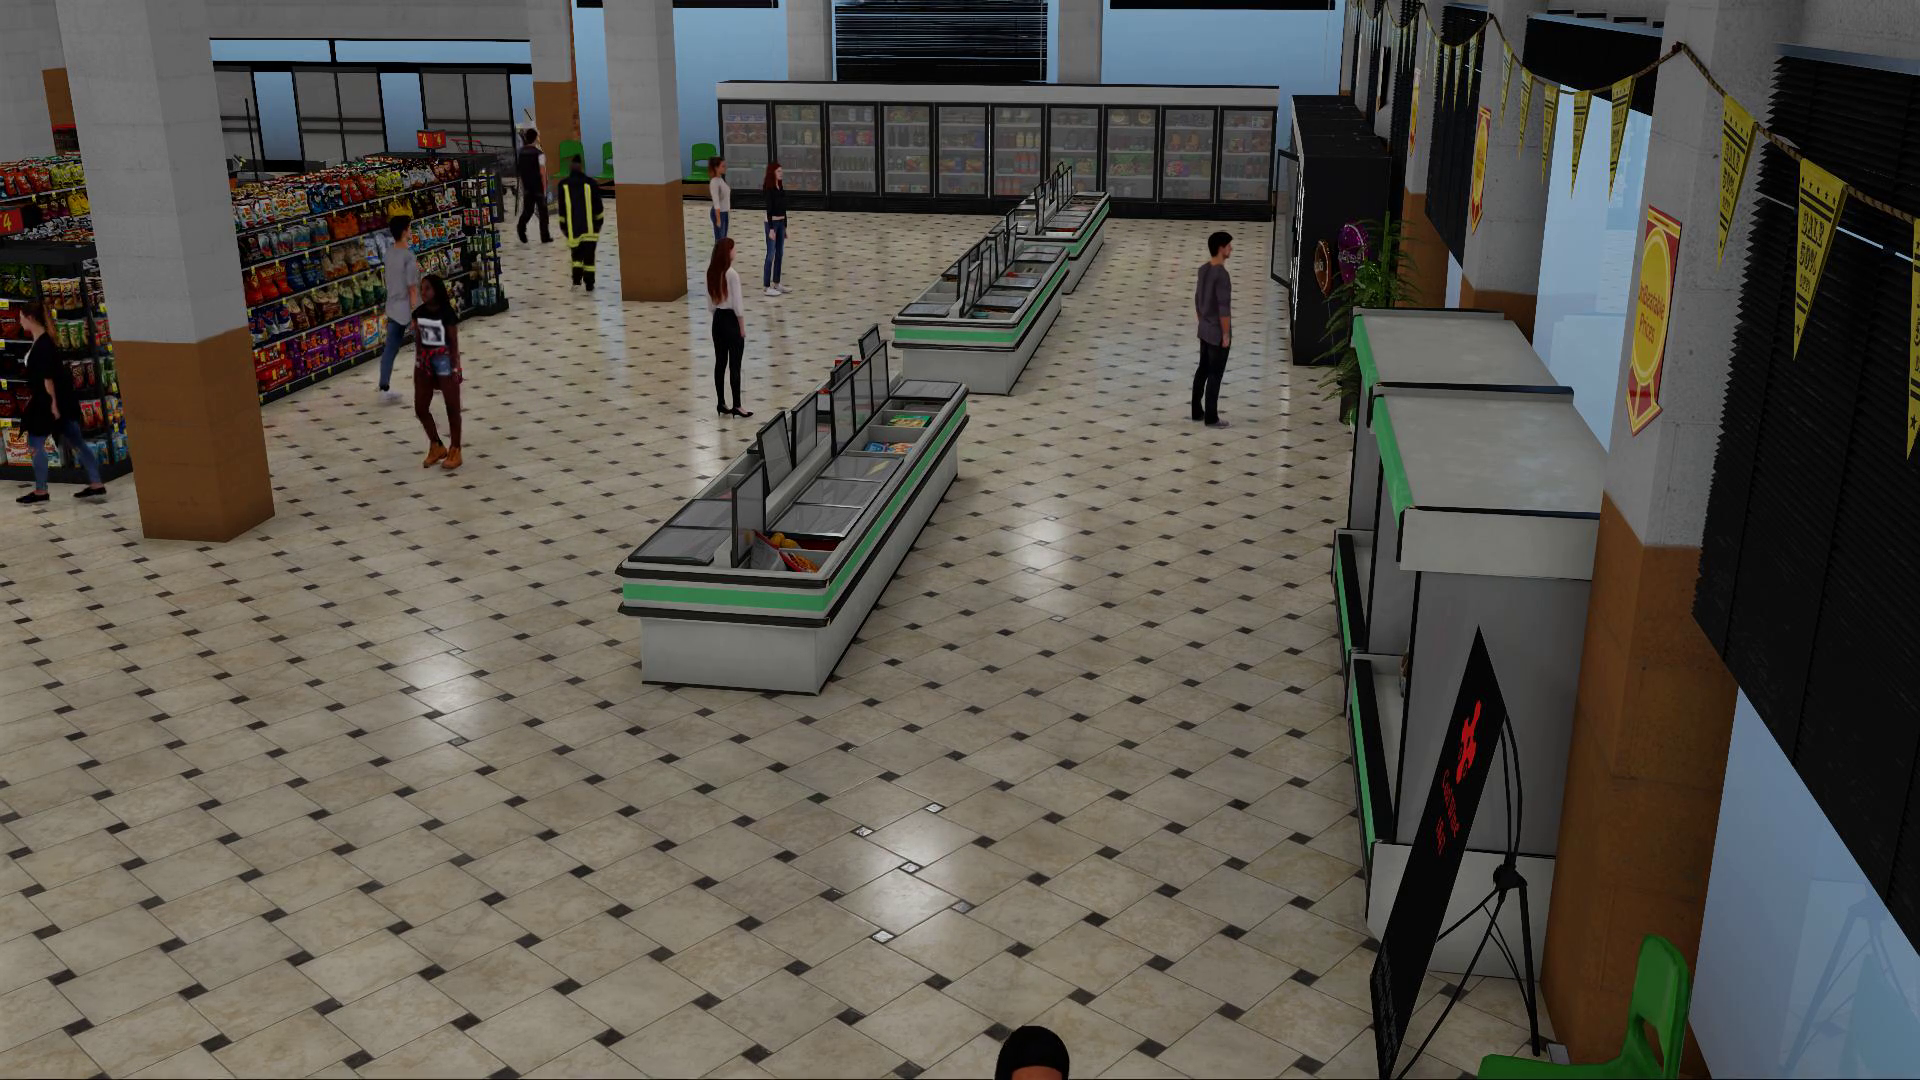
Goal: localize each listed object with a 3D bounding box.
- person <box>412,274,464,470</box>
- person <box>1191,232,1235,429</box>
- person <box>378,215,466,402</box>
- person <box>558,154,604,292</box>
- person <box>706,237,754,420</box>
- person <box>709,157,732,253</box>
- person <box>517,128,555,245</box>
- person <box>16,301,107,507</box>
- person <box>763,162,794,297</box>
[{"bbox_3d":[-4.503,-1.482,14.548,0.632,1.719,0.615,5,19,15],"label":"person"},{"bbox_3d":[2.424,-2.014,15.918,0.807,1.851,0.658,-6,20,-18],"label":"person"},{"bbox_3d":[-5.666,-2.279,16.733,1.020,1.833,1.294,13,22,33],"label":"person"},{"bbox_3d":[-5.196,-4.335,22.804,0.854,1.850,0.880,-2,19,-5],"label":"person"},{"bbox_3d":[-2.268,-2.065,16.208,0.664,1.763,0.659,14,23,36],"label":"person"},{"bbox_3d":[-3.452,-4.629,23.879,0.681,1.719,0.464,2,19,6],"label":"person"},{"bbox_3d":[-6.910,-5.657,26.757,0.716,1.830,1.064,5,19,15],"label":"person"},{"bbox_3d":[-7.255,-1.101,13.530,0.945,1.648,0.943,-7,20,-21],"label":"person"},{"bbox_3d":[-2.510,-4.216,22.549,0.671,1.787,0.530,9,20,24],"label":"person"}]
